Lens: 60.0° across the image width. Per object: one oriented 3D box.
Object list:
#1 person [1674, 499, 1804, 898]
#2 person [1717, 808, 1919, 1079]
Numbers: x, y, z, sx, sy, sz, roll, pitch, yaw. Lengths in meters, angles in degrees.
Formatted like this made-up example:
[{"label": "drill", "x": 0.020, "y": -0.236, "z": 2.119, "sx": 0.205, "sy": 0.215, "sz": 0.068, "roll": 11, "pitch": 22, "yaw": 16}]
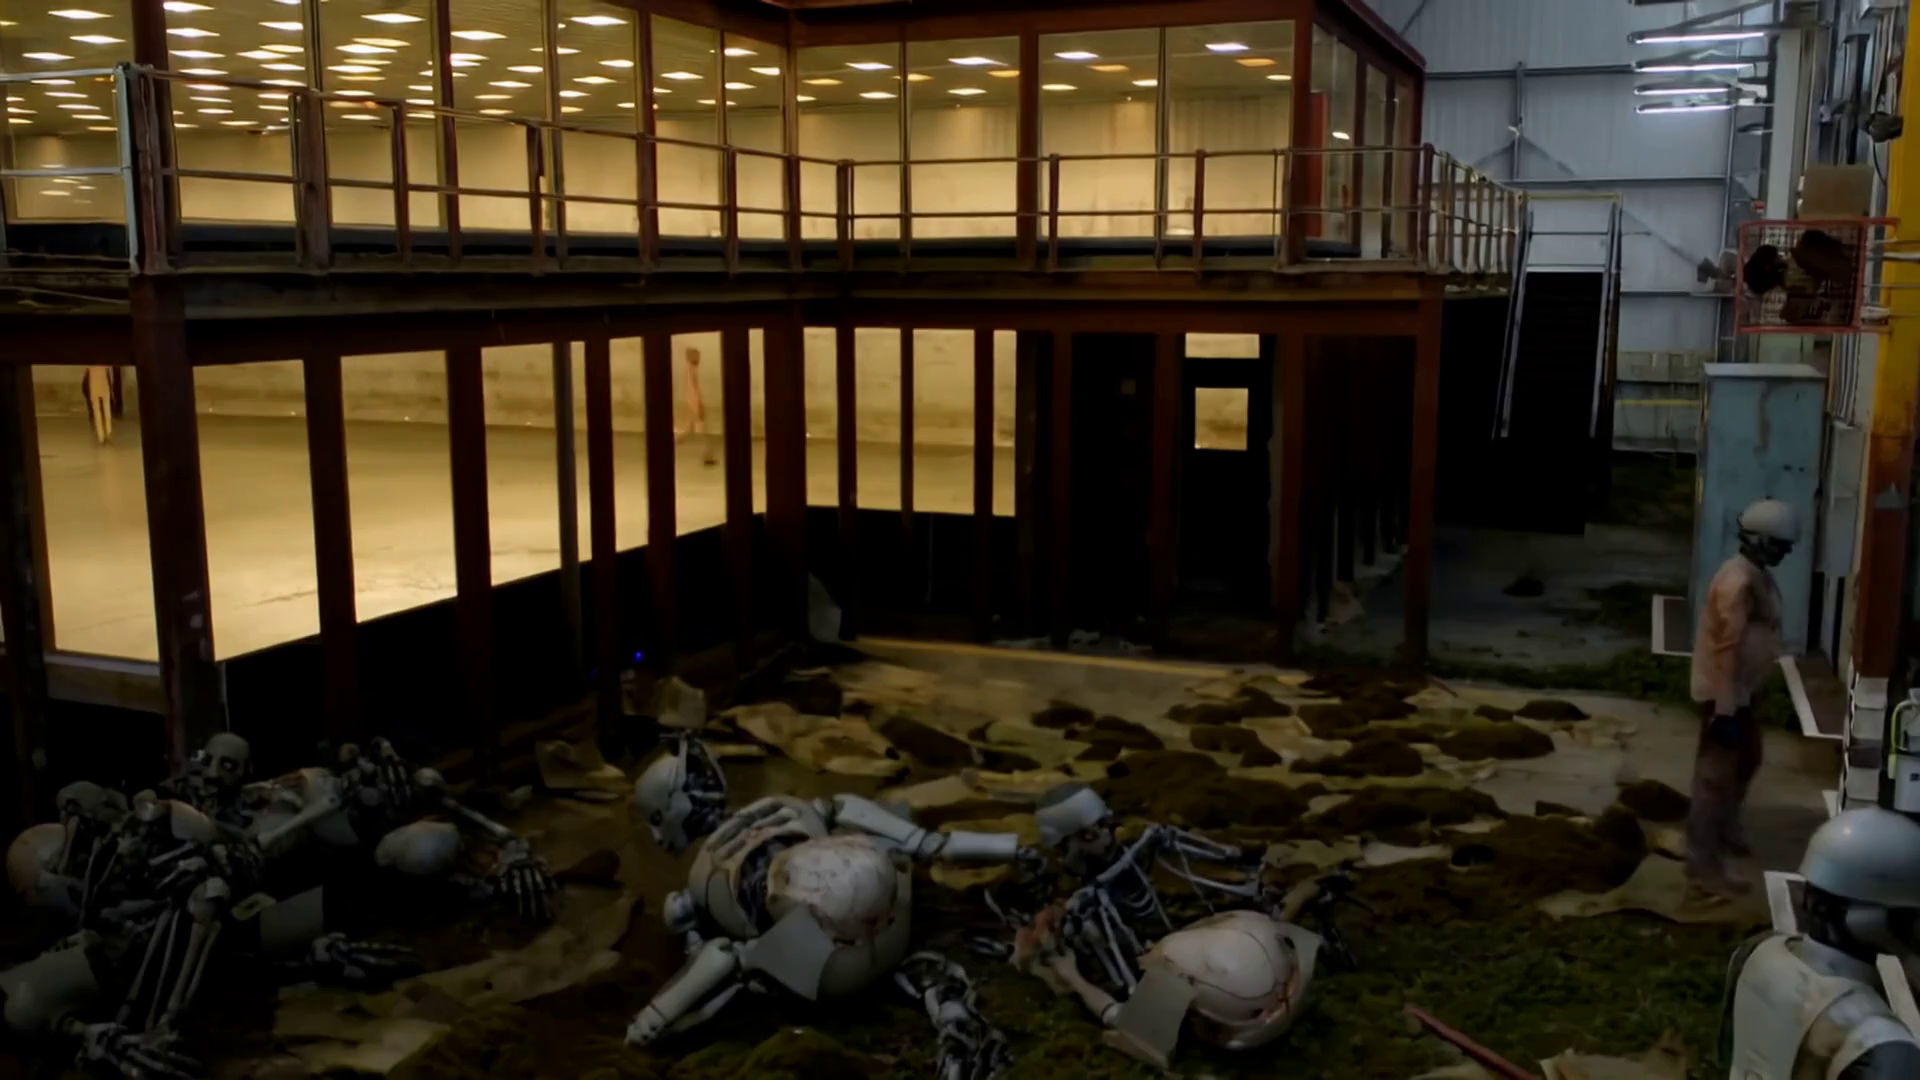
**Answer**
[{"label": "person", "x": 3.792, "y": 0.765, "z": 8.162, "sx": 0.513, "sy": 1.966, "sz": 0.657, "roll": 5, "pitch": 11, "yaw": 30}, {"label": "person", "x": 1.853, "y": 1.517, "z": 3.586, "sx": 0.408, "sy": 1.942, "sz": 0.615, "roll": 0, "pitch": 9, "yaw": -1}]
